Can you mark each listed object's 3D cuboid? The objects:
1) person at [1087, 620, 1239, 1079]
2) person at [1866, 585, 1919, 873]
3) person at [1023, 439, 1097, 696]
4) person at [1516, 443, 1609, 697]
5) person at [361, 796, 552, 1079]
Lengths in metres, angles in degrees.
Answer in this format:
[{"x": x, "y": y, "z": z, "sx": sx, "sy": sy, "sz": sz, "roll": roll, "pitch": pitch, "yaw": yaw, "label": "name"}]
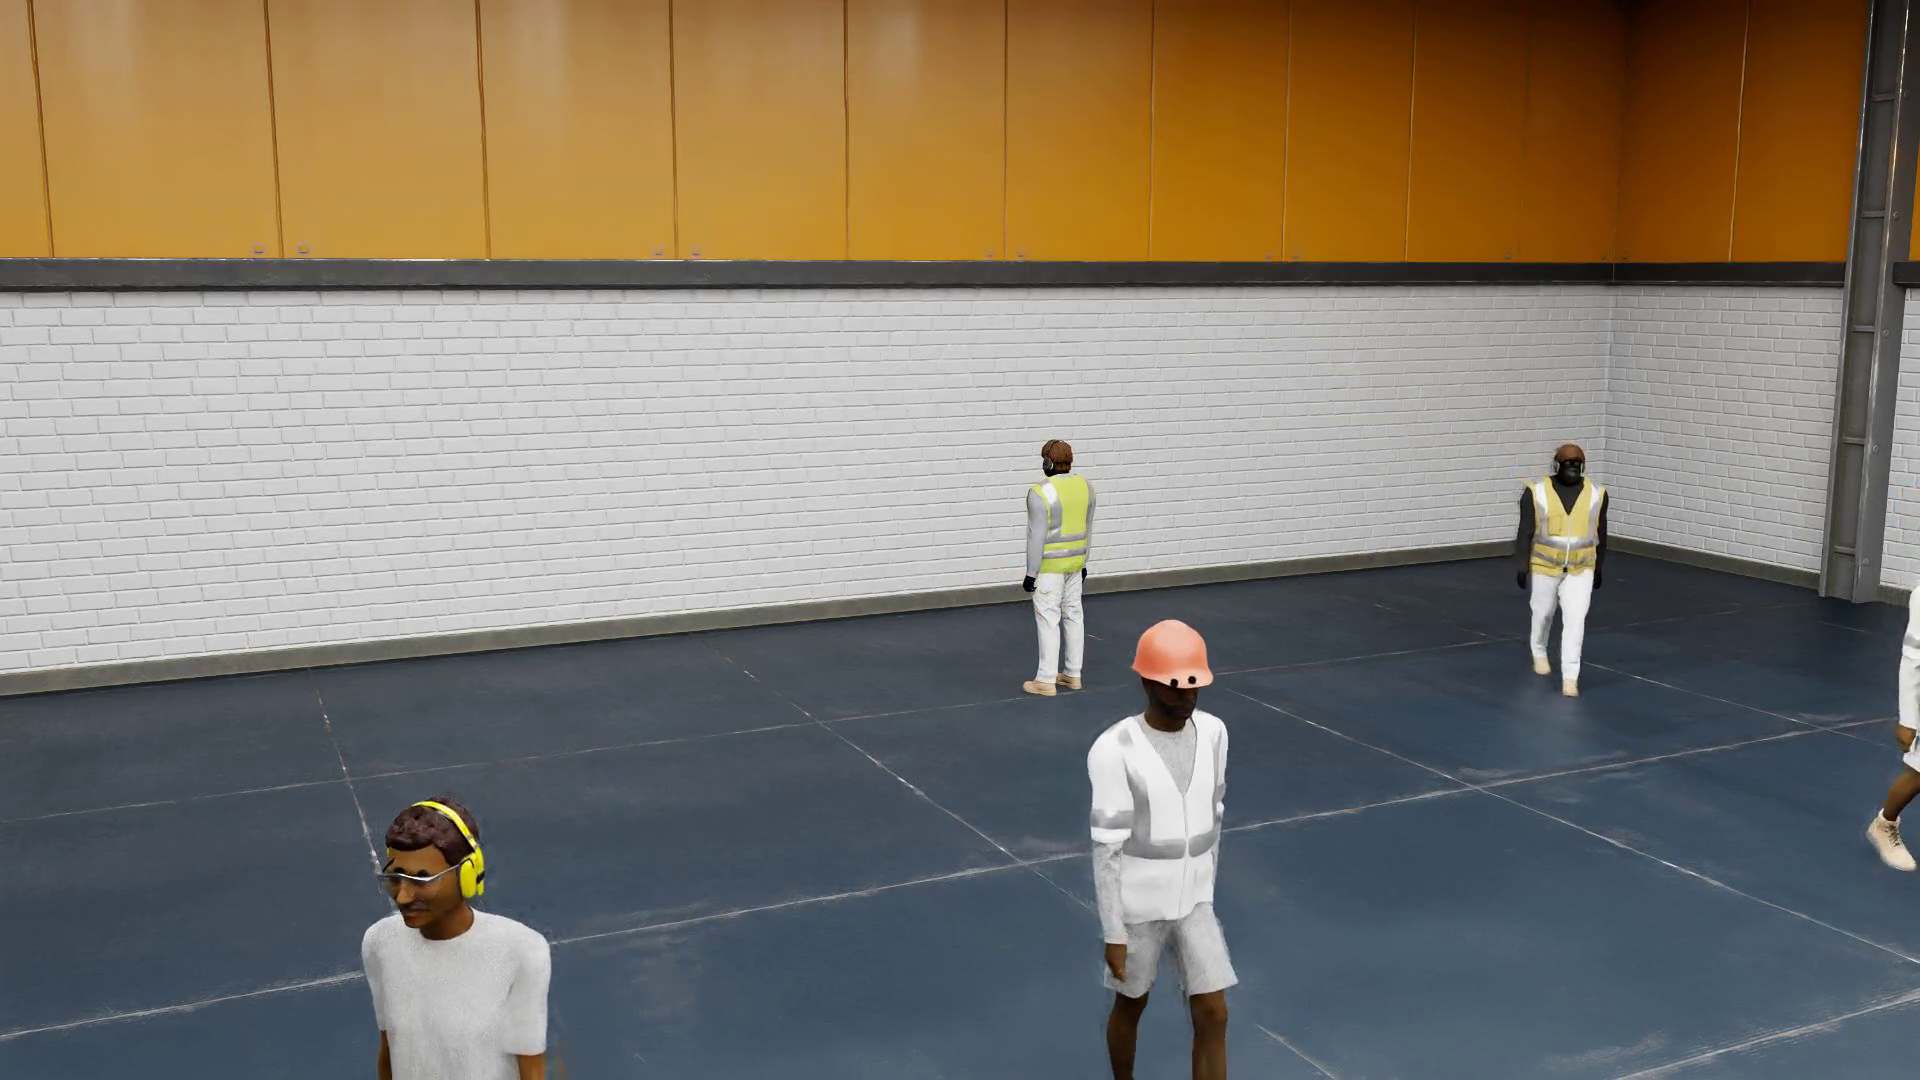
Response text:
[{"x": 0.714, "y": 1.214, "z": 5.444, "sx": 0.563, "sy": 1.901, "sz": 0.859, "roll": -4, "pitch": 10, "yaw": -25, "label": "person"}, {"x": 4.804, "y": 0.769, "z": 8.033, "sx": 0.644, "sy": 1.981, "sz": 1.034, "roll": 1, "pitch": 9, "yaw": 6, "label": "person"}, {"x": 0.687, "y": 0.194, "z": 11.980, "sx": 0.633, "sy": 1.842, "sz": 0.429, "roll": -8, "pitch": 12, "yaw": -42, "label": "person"}, {"x": 4.408, "y": 0.174, "z": 12.230, "sx": 0.634, "sy": 1.809, "sz": 0.922, "roll": 2, "pitch": 9, "yaw": 13, "label": "person"}, {"x": -1.184, "y": 1.514, "z": 3.821, "sx": 0.515, "sy": 1.841, "sz": 0.829, "roll": 2, "pitch": 9, "yaw": 10, "label": "person"}]
